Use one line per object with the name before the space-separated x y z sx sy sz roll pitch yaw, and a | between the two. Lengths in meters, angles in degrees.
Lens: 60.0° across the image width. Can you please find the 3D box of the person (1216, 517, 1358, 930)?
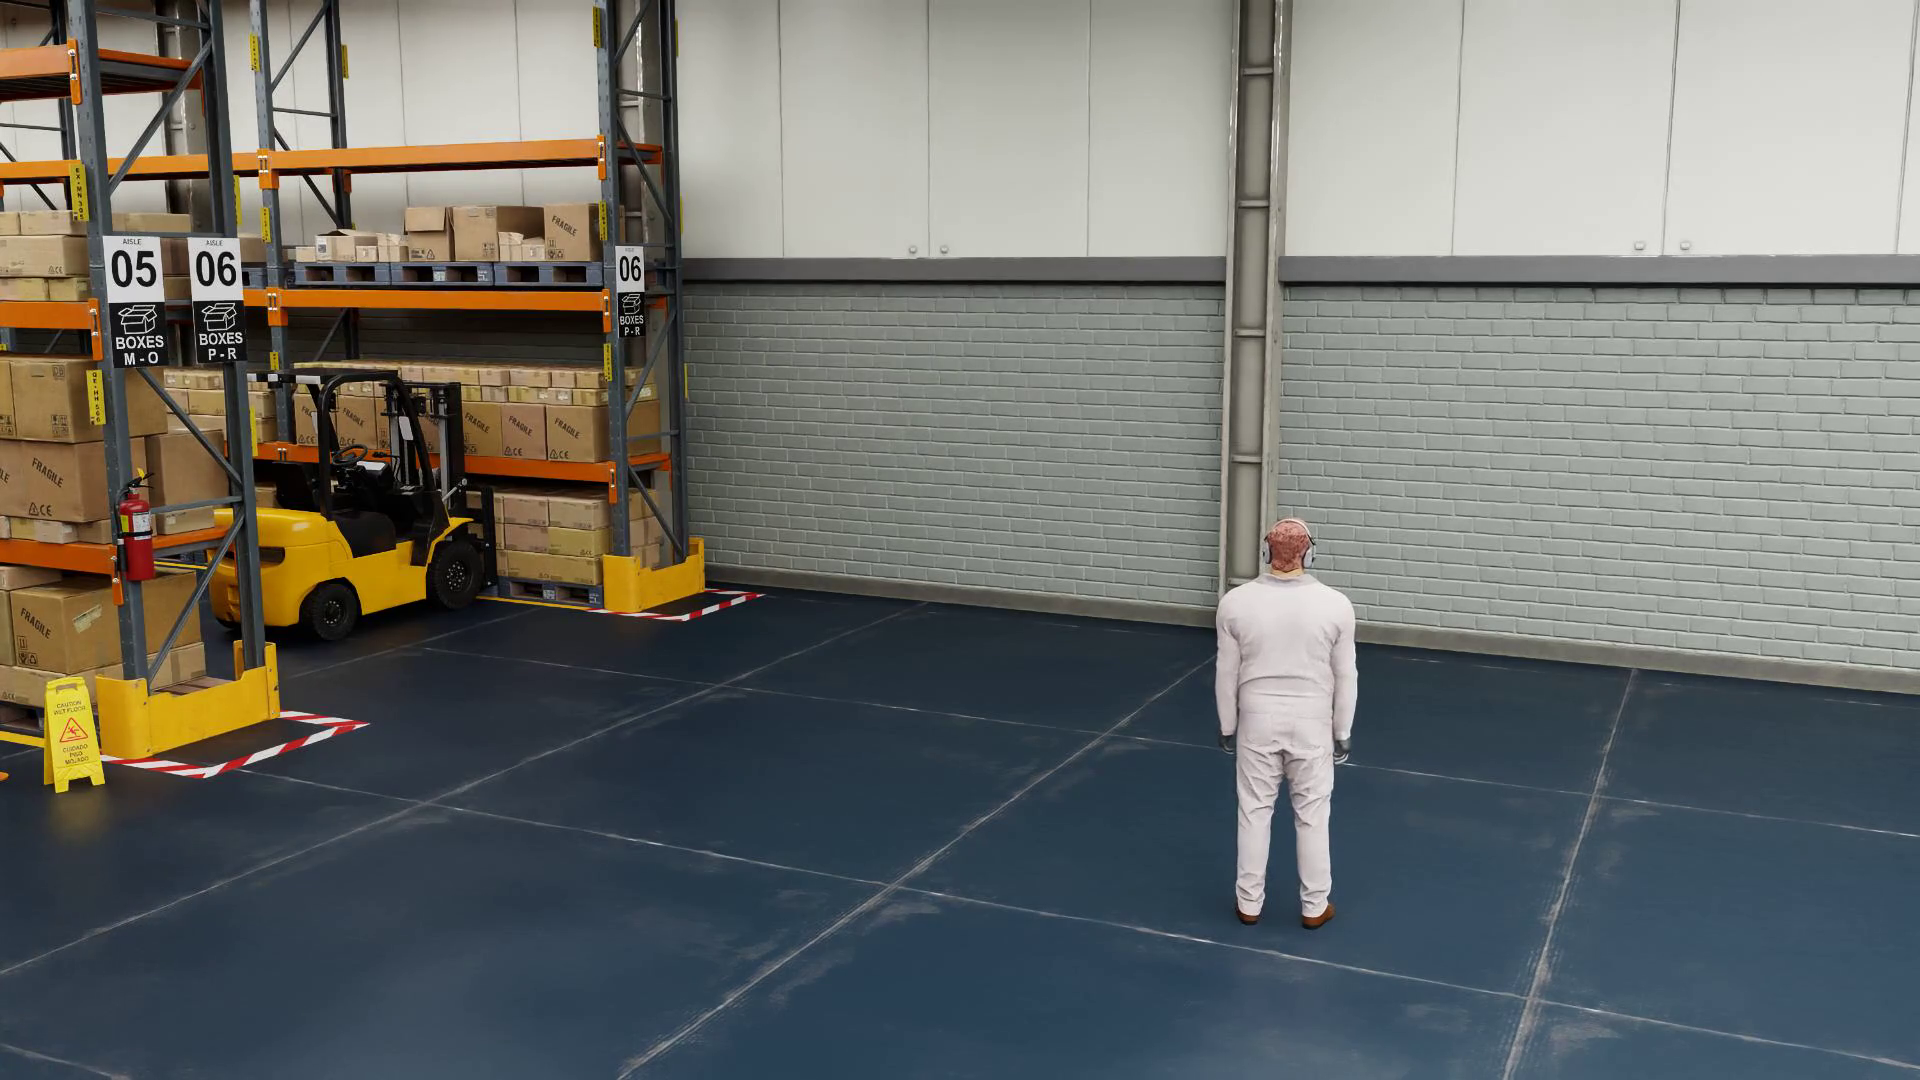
person | 1.497 0.845 7.659 0.639 1.908 0.409 2 10 14
